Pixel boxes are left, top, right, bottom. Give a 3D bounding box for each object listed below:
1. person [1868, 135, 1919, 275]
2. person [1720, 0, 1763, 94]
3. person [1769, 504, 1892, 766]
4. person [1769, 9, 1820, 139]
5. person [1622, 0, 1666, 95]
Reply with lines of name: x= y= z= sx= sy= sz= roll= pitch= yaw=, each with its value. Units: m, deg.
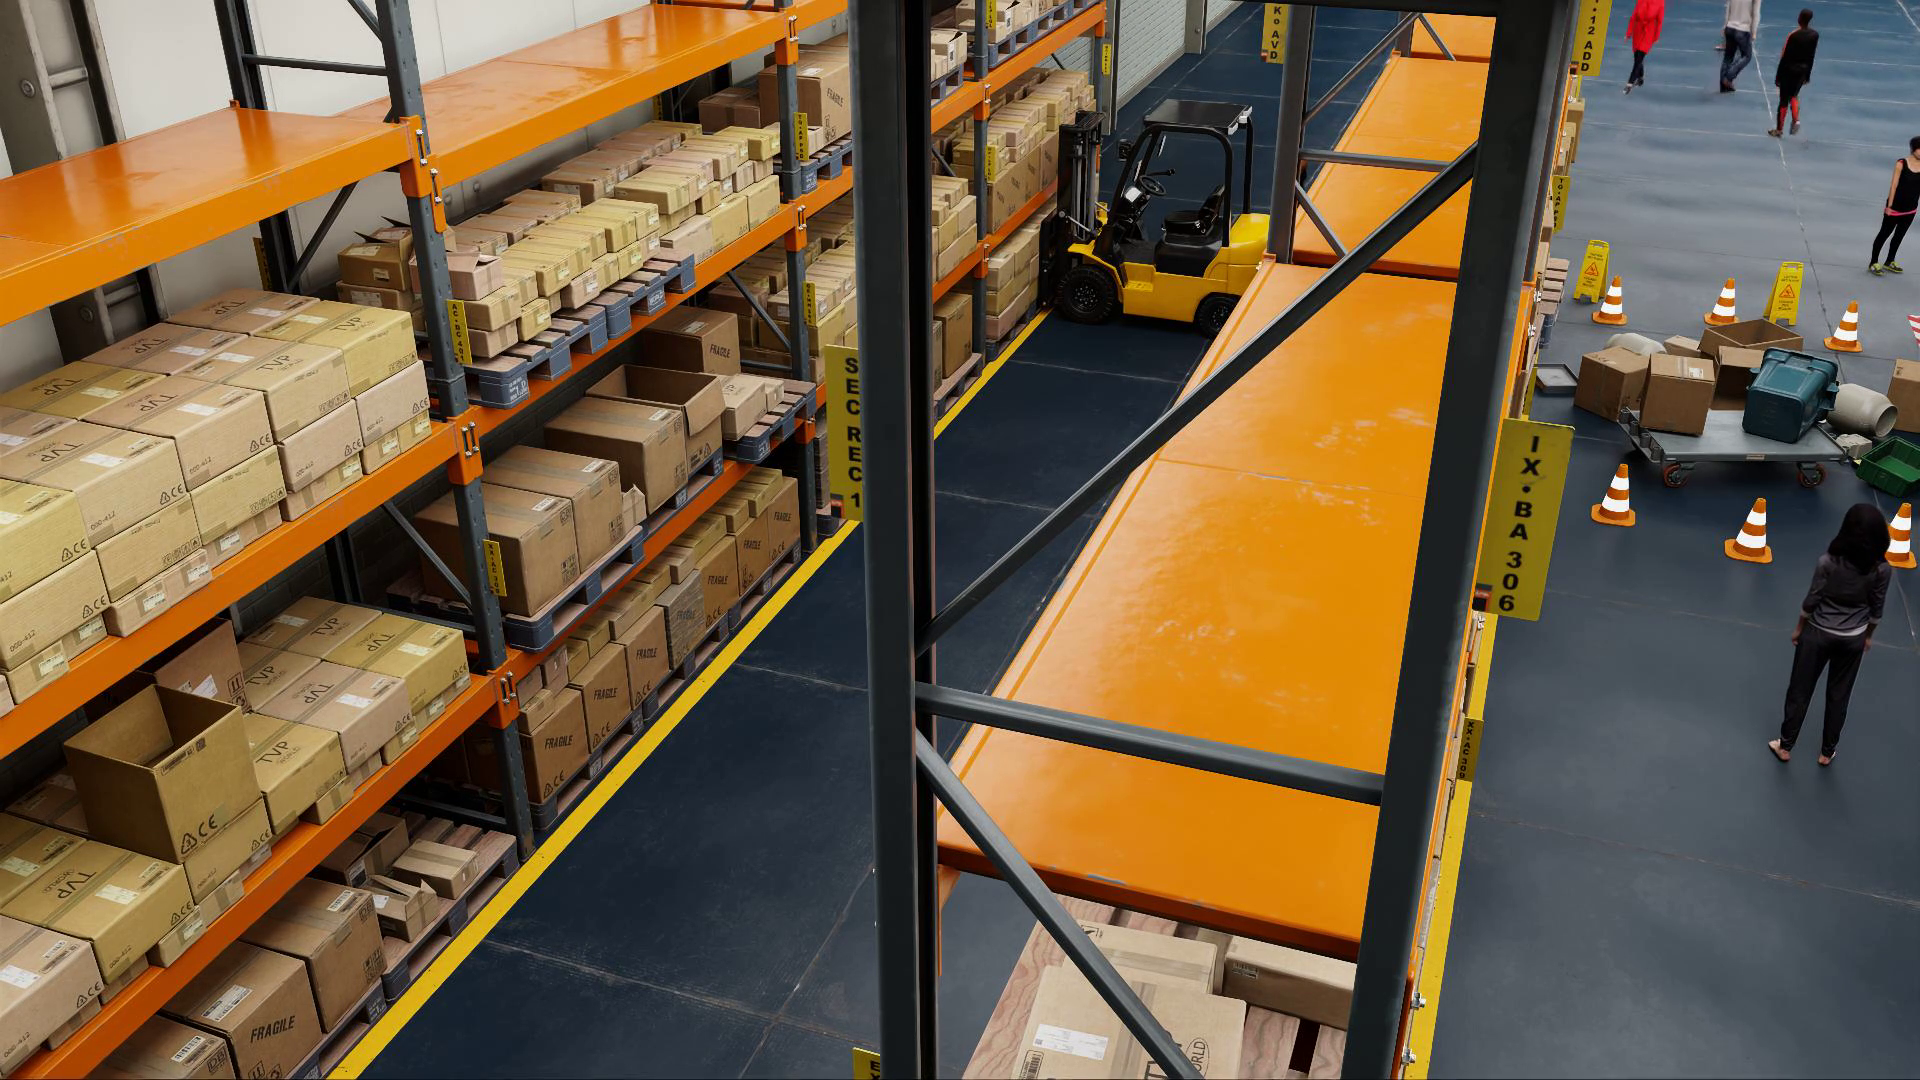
person: x=10.516 y=-3.759 z=18.573 sx=0.622 sy=1.553 sz=0.658 roll=-7 pitch=29 yaw=-13
person: x=12.180 y=-7.954 z=26.089 sx=0.932 sy=1.893 sz=0.894 roll=-16 pitch=32 yaw=-28
person: x=5.347 y=0.592 z=10.181 sx=0.617 sy=1.763 sz=0.529 roll=7 pitch=29 yaw=13
person: x=11.923 y=-6.613 z=23.668 sx=0.825 sy=1.802 sz=0.896 roll=-3 pitch=28 yaw=-6
person: x=10.774 y=-7.891 z=26.179 sx=0.907 sy=1.698 sz=1.187 roll=23 pitch=36 yaw=36
